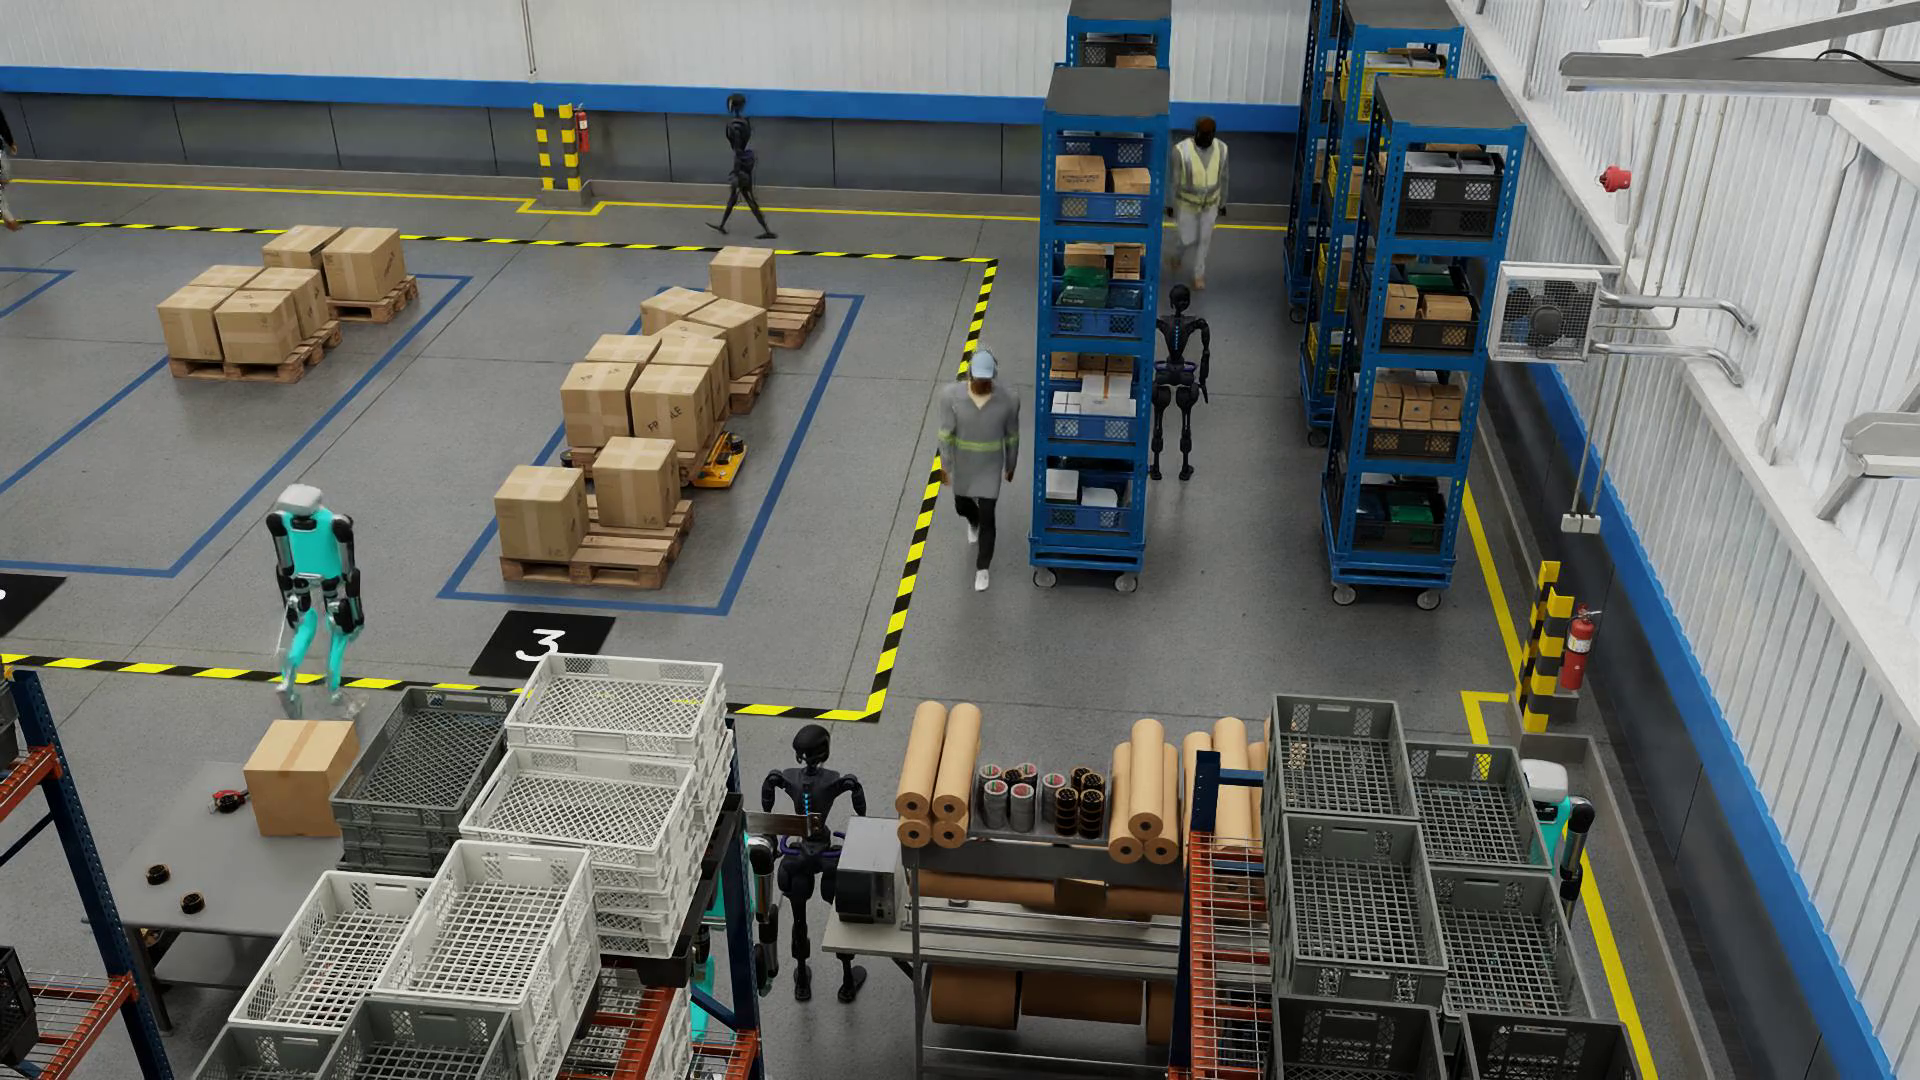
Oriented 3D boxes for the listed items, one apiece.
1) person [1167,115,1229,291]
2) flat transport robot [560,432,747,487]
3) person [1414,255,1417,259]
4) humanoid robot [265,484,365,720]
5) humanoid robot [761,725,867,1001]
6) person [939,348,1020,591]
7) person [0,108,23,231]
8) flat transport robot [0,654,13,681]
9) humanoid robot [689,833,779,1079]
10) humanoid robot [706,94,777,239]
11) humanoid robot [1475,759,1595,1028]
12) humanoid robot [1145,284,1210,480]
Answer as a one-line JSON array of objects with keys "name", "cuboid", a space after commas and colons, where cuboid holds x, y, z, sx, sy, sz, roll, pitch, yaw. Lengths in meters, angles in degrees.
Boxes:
[{"name": "person", "cuboid": [2.443, -3.463, 17.071, 0.646, 1.826, 0.481, -8, 31, -13]}, {"name": "flat transport robot", "cuboid": [-2.554, -0.707, 13.861, 1.431, 0.197, 0.652, 3, 30, 6]}, {"name": "person", "cuboid": [3.965, -2.638, 15.546, 0.627, 1.940, 0.372, 4, 30, 6]}, {"name": "humanoid robot", "cuboid": [-4.026, 0.598, 10.246, 0.538, 1.788, 1.022, 4, 30, 6]}, {"name": "humanoid robot", "cuboid": [-0.734, 1.638, 8.449, 0.599, 1.653, 0.315, 3, 30, 6]}, {"name": "person", "cuboid": [0.147, -0.598, 12.145, 0.579, 1.832, 0.743, 5, 31, 8]}, {"name": "person", "cuboid": [-11.017, -4.454, 18.744, 0.766, 1.859, 0.588, 17, 34, 27]}, {"name": "flat transport robot", "cuboid": [-7.142, 0.969, 11.010, 1.431, 0.231, 0.659, 3, 30, 6]}, {"name": "humanoid robot", "cuboid": [-1.123, 2.030, 7.598, 0.533, 1.673, 0.735, 3, 30, 6]}, {"name": "humanoid robot", "cuboid": [-2.461, -4.098, 18.357, 0.797, 1.624, 0.599, -2, 30, -3]}, {"name": "humanoid robot", "cuboid": [2.661, 1.884, 7.845, 0.533, 1.677, 0.735, 3, 30, 6]}, {"name": "humanoid robot", "cuboid": [1.720, -1.277, 13.456, 0.599, 1.653, 0.315, 3, 30, 6]}]
